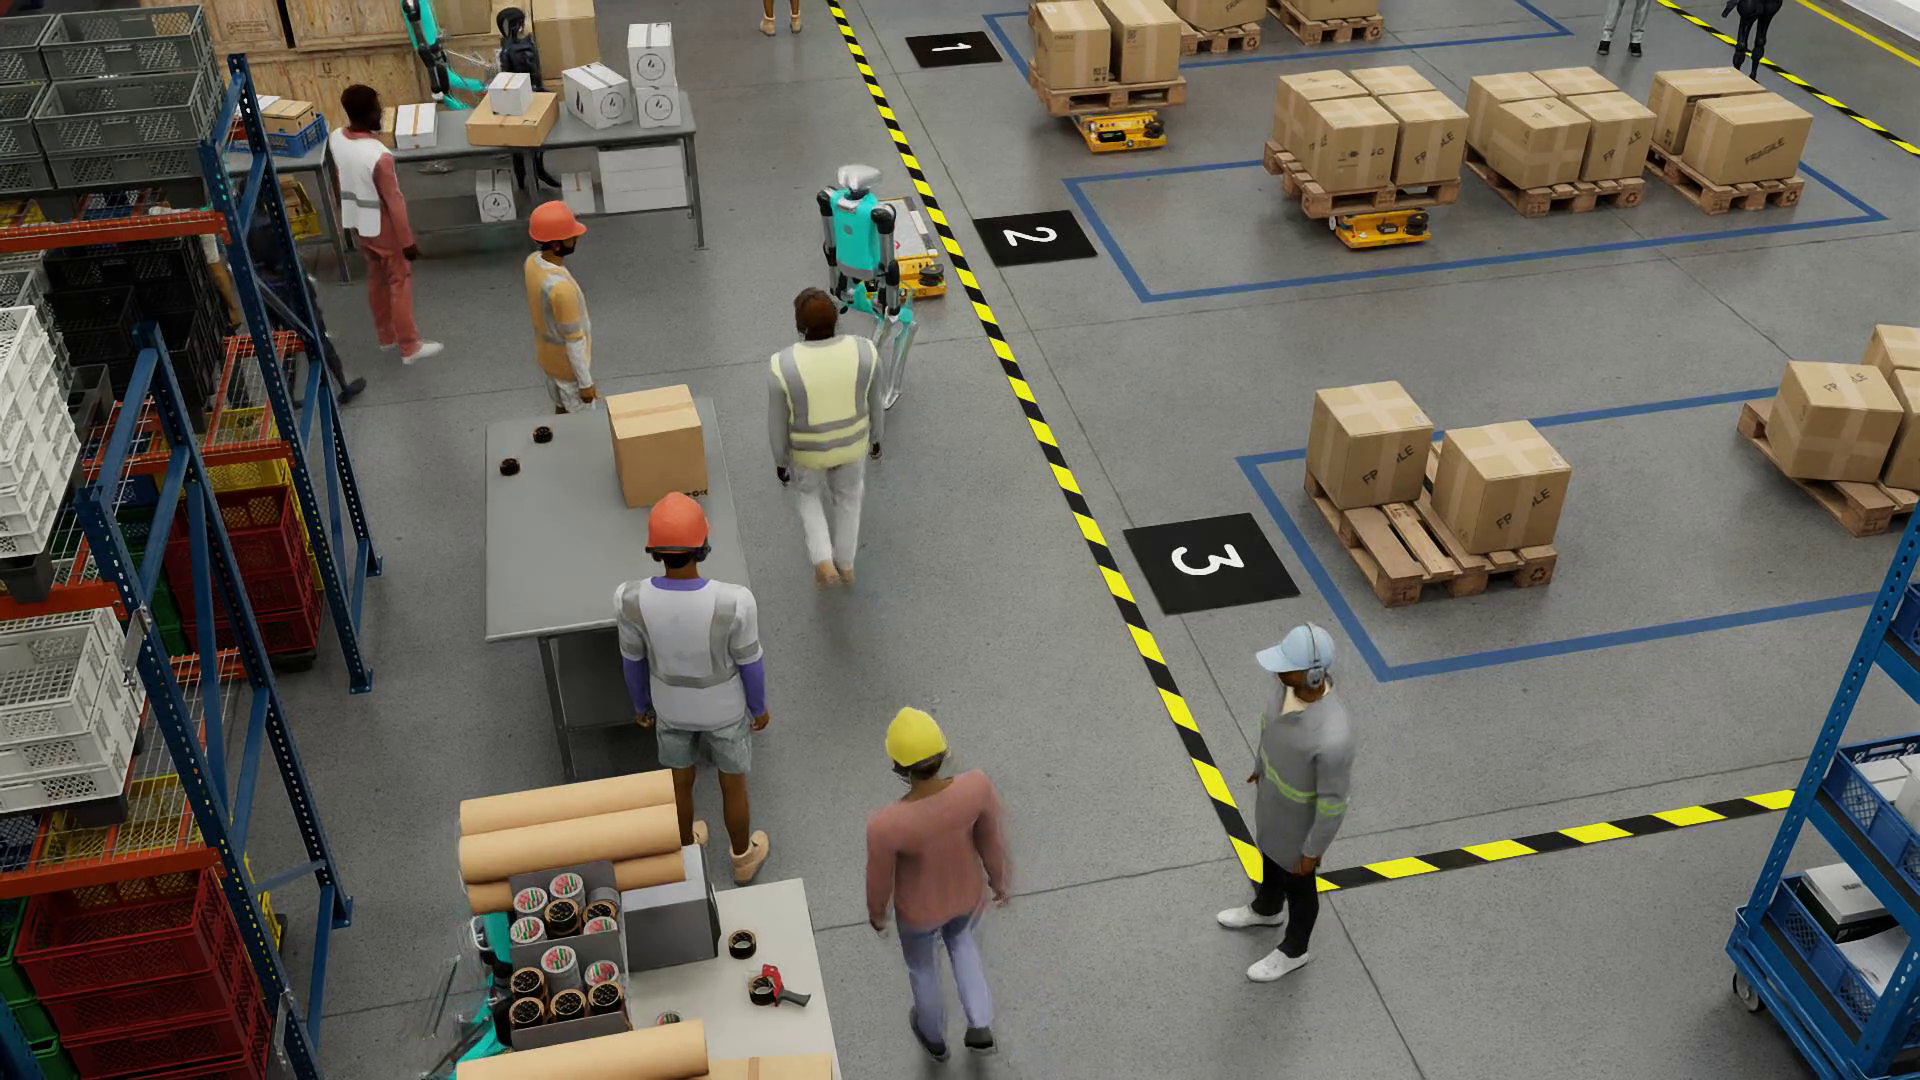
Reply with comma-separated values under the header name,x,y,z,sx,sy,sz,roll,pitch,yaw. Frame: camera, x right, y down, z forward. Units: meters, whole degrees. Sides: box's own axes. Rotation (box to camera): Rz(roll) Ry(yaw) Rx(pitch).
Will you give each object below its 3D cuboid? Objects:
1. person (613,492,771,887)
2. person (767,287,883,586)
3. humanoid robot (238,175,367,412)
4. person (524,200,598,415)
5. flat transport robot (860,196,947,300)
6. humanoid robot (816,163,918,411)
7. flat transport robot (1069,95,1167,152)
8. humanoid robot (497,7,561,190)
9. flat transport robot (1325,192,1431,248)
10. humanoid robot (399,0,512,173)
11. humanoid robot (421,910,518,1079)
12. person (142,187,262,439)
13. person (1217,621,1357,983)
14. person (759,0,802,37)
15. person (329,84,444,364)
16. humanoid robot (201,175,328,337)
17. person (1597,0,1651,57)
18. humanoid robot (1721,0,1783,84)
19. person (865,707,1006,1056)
name,x,y,z,sx,sy,sz,roll,pitch,yaw
person,-1.125,0.674,7.173,0.608,2.038,0.407,5,37,6
person,-0.717,-0.522,8.949,0.646,1.824,0.453,-11,38,-15
humanoid robot,-4.230,-1.583,10.514,0.593,1.643,0.560,23,42,28
person,-2.234,-1.043,9.558,0.377,1.937,0.545,-21,41,-26
flat transport robot,-0.570,-2.220,12.538,0.659,0.231,1.431,-8,37,-10
humanoid robot,-0.489,-1.636,10.409,0.533,1.677,0.735,21,42,26
flat transport robot,1.290,-3.815,14.658,0.652,0.197,1.431,-8,37,-10
humanoid robot,-3.330,-3.313,12.861,0.484,1.648,0.599,-27,44,-31
flat transport robot,3.134,-2.740,13.213,0.652,0.197,1.431,-8,37,-10
humanoid robot,-3.984,-3.771,13.430,1.019,1.772,0.536,-8,37,-10
humanoid robot,-1.778,1.715,6.071,0.762,1.828,0.552,-14,39,-18
person,-4.665,-1.454,10.197,0.509,1.838,0.338,5,37,7
person,1.323,1.071,6.787,0.396,1.850,0.596,-9,38,-11
person,-1.789,-5.882,15.971,0.607,2.048,0.365,-10,38,-14
person,-3.827,-2.058,10.945,0.600,1.914,0.387,26,44,30
humanoid robot,-4.699,-2.021,11.053,0.994,1.754,0.573,-17,40,-21
person,6.399,-5.455,15.574,0.600,1.830,0.404,7,37,9
humanoid robot,7.176,-4.892,14.937,0.599,1.655,0.315,-14,39,-19
person,-0.097,1.373,6.461,0.561,1.742,0.462,-17,40,-21
